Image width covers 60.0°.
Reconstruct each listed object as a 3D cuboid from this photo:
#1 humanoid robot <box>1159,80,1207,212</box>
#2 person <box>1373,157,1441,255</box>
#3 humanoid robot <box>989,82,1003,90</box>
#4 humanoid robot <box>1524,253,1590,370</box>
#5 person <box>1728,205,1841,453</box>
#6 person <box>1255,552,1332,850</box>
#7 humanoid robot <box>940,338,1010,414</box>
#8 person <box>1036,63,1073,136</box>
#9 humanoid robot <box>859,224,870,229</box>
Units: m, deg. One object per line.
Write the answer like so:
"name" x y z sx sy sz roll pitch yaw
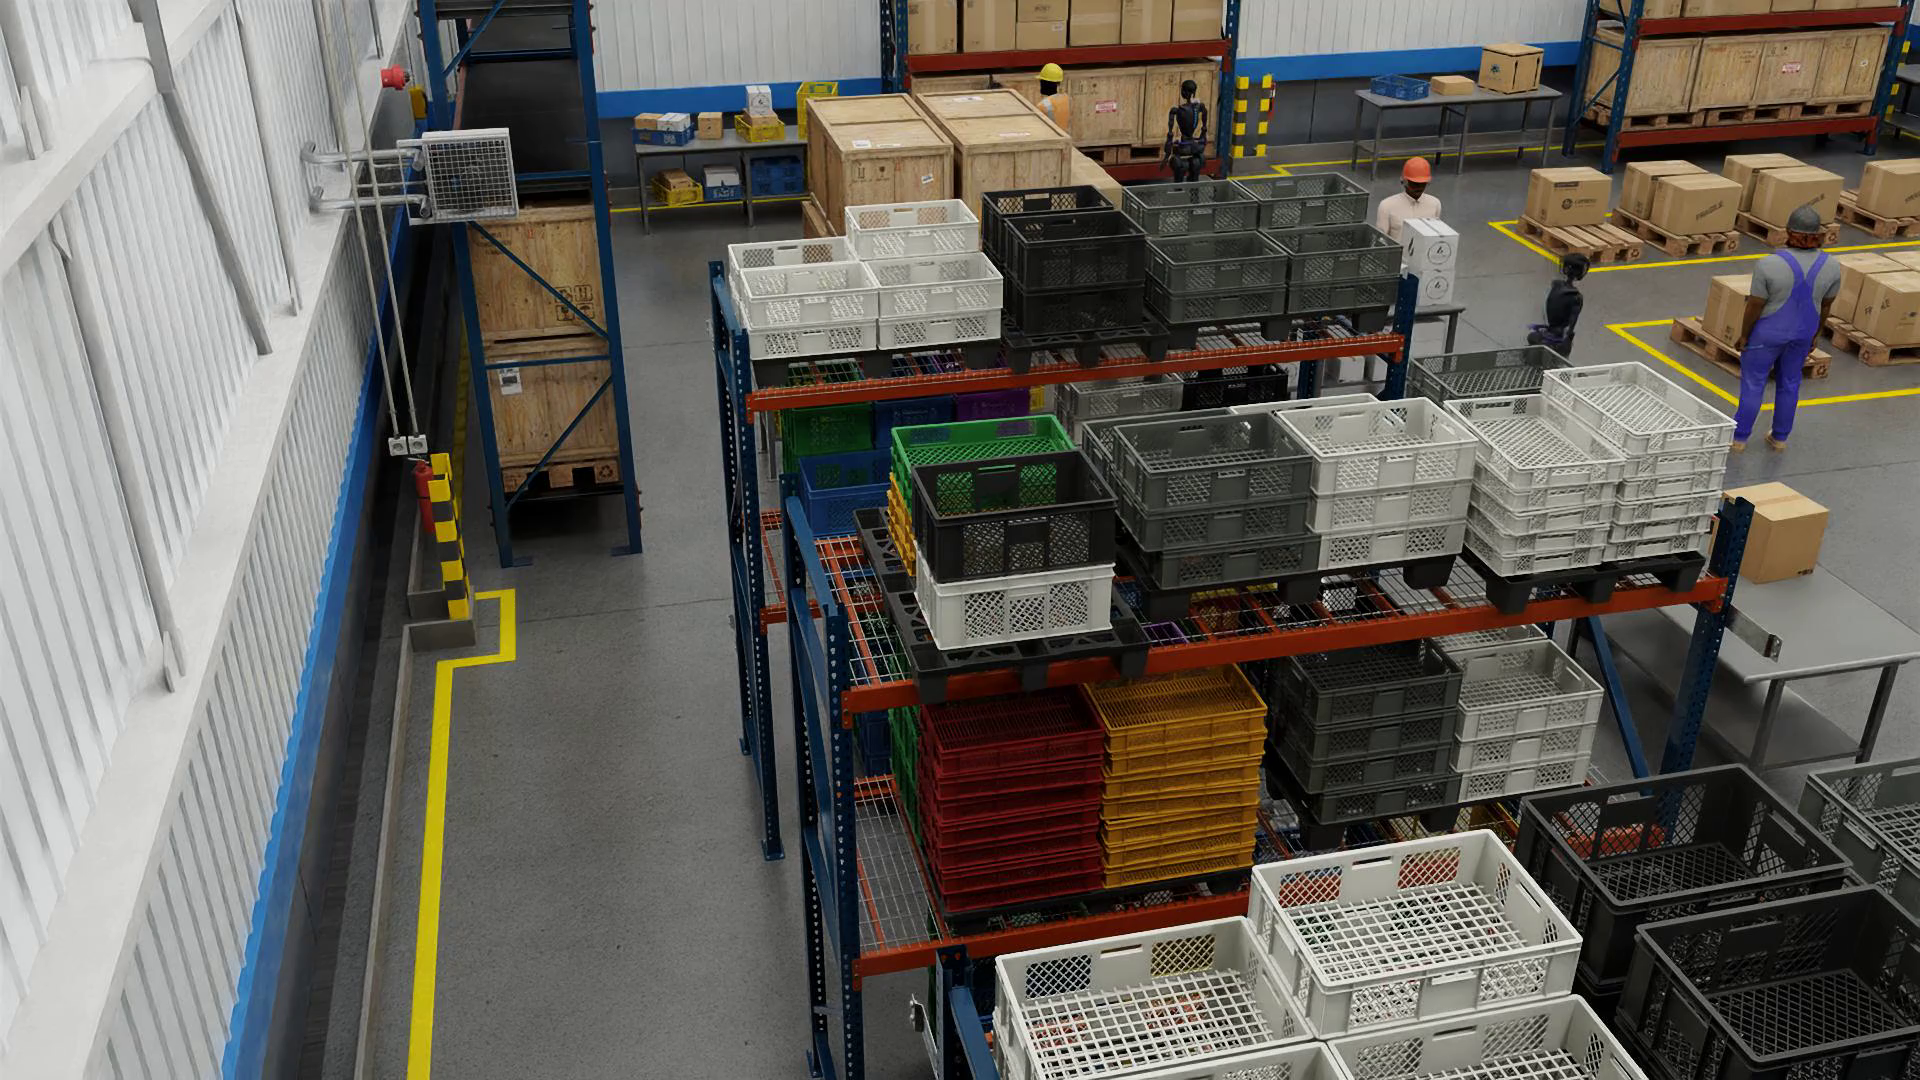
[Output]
"humanoid robot" 2.544 -4.352 18.776 0.593 1.657 0.324 -15 31 -26
"person" 3.940 -2.414 14.777 0.610 1.994 0.378 -7 29 -13
"humanoid robot" 0.336 -4.372 18.852 0.621 1.639 0.394 22 35 36
"humanoid robot" 4.810 -1.519 13.434 0.637 1.634 0.602 -5 28 -10
"person" 6.564 -1.696 13.366 0.685 2.000 0.536 0 28 -1
"person" 1.743 0.801 8.796 0.355 1.883 0.573 11 30 19
"humanoid robot" 0.107 -1.081 12.575 0.600 1.653 0.331 4 28 7
"person" 1.003 -4.297 18.416 0.349 1.929 0.592 21 34 34
"humanoid robot" -0.839 -1.851 14.033 0.313 1.657 0.610 -19 33 -32
